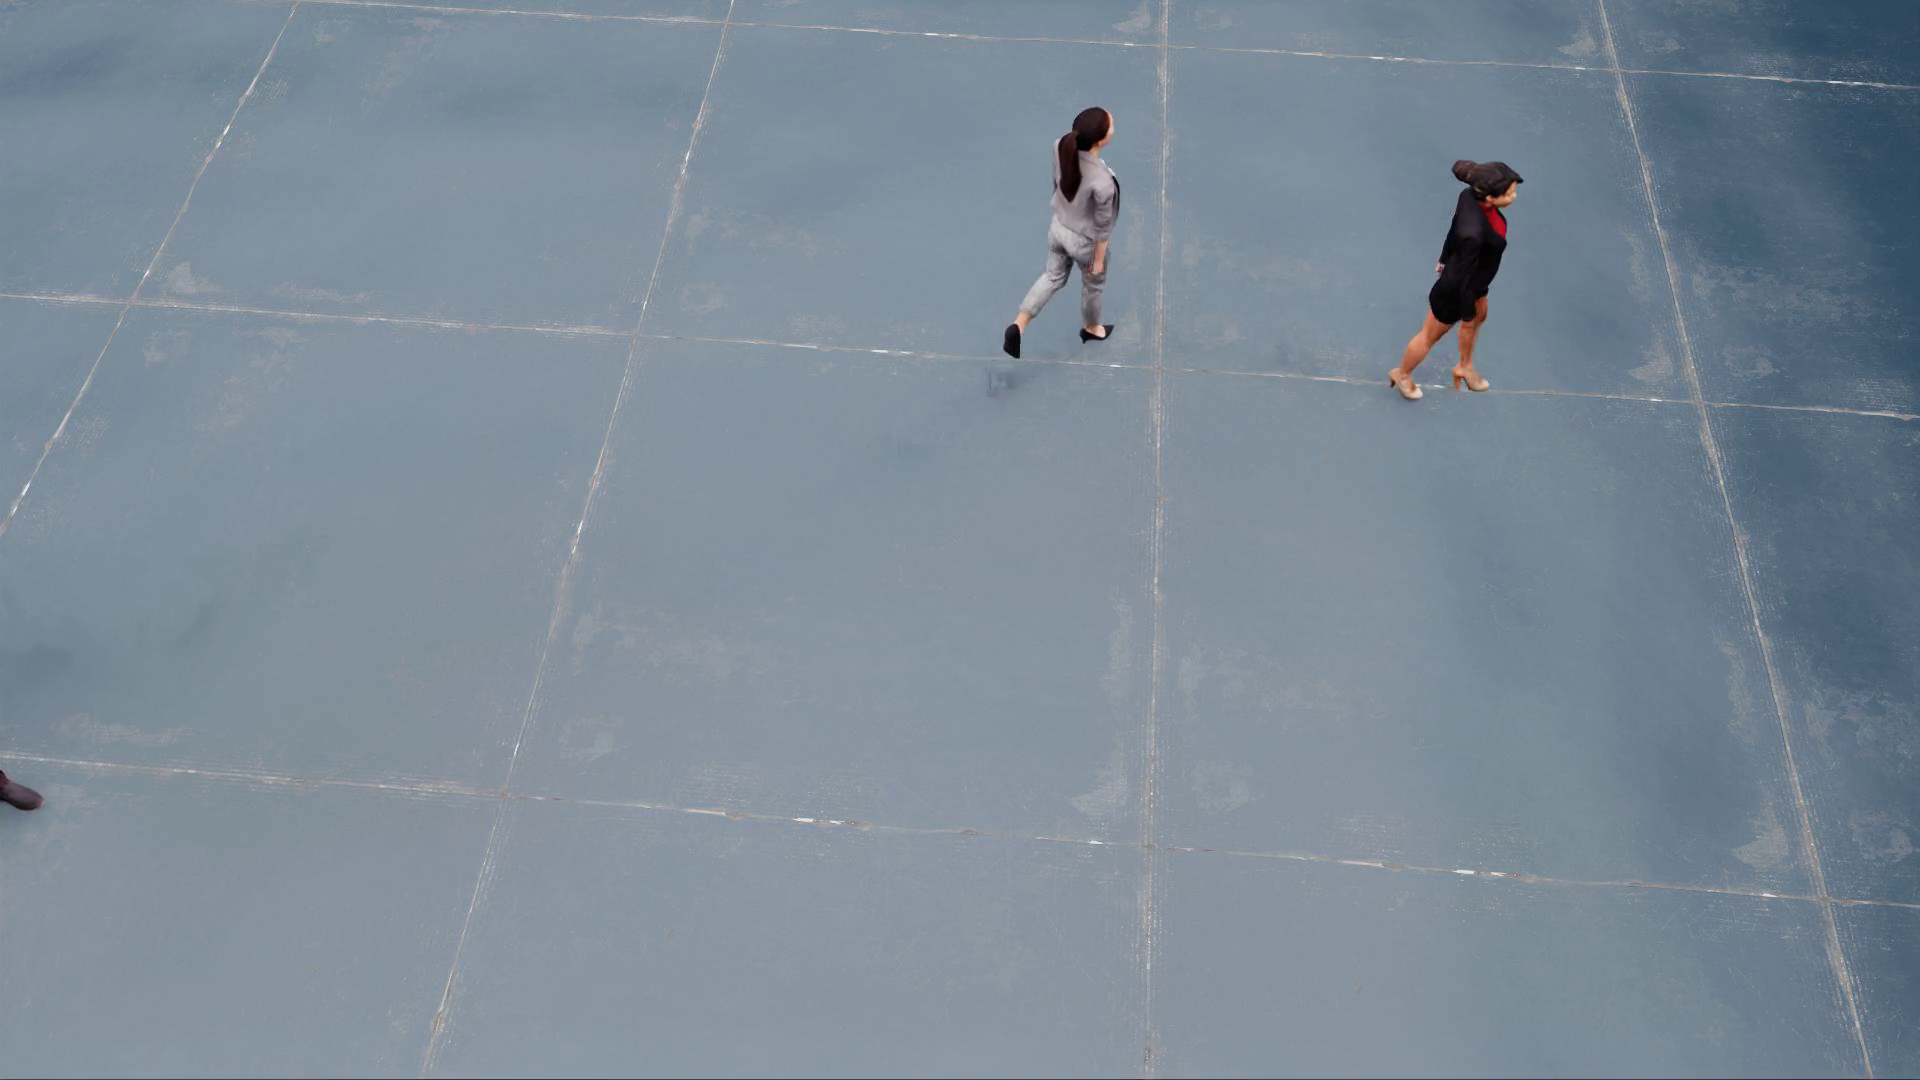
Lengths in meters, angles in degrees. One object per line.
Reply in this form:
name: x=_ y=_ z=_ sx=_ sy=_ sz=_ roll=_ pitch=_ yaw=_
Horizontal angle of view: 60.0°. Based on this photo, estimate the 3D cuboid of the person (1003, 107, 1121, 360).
person: x=0.557 y=-1.559 z=8.792 sx=1.062 sy=1.659 sz=0.989 roll=-31 pitch=58 yaw=-22

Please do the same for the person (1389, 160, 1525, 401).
person: x=2.498 y=-1.308 z=8.622 sx=0.826 sy=1.620 sz=0.678 roll=12 pitch=53 yaw=9
